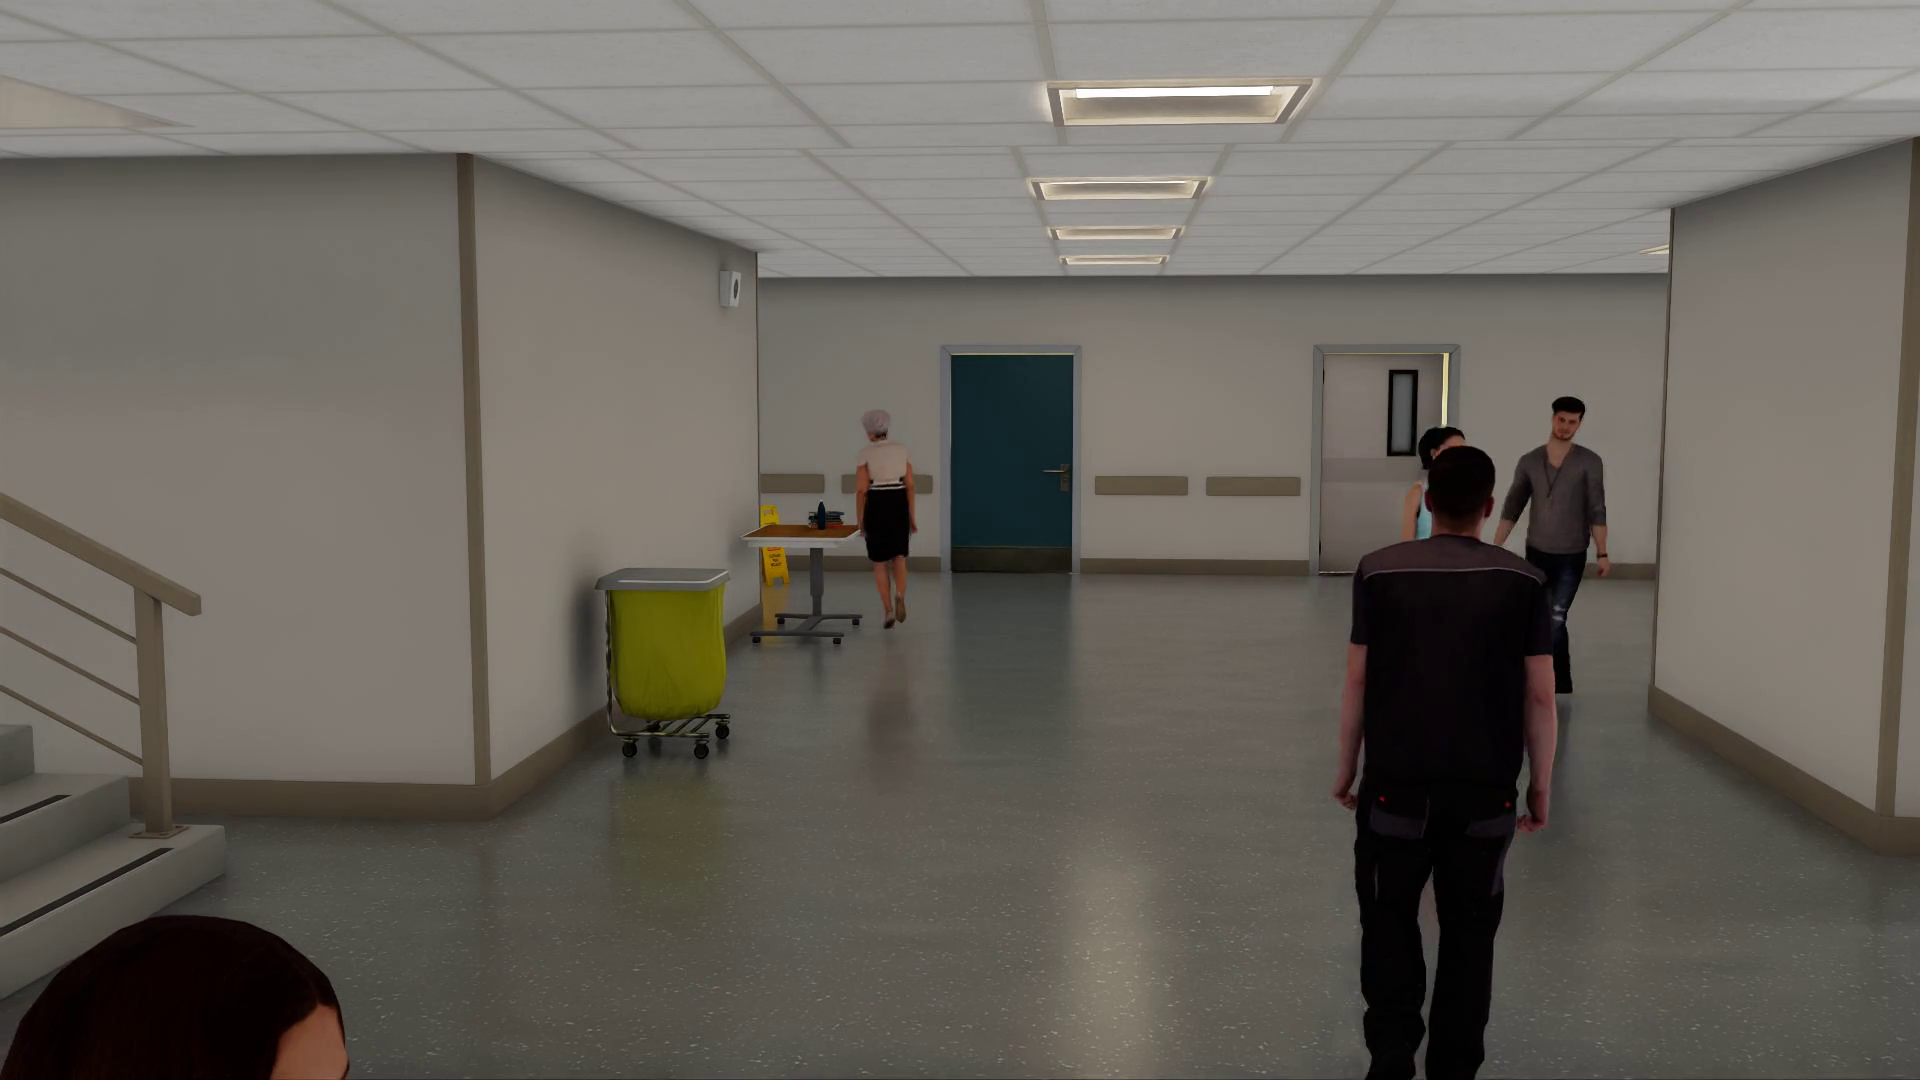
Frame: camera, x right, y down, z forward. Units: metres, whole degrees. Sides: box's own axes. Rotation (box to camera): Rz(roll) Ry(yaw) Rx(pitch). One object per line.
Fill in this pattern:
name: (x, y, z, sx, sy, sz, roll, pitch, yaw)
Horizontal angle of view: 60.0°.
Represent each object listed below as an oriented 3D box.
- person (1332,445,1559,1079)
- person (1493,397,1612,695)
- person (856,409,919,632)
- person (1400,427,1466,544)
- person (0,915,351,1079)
person: (1.264, 0.674, 4.402, 0.903, 1.833, 0.908, 2, 6, 18)
person: (3.671, 0.091, 10.082, 1.296, 1.856, 1.254, -5, 8, -40)
person: (-0.559, -0.129, 12.896, 0.831, 1.729, 0.845, -1, 6, -11)
person: (2.410, 0.295, 8.620, 1.021, 1.742, 0.887, -2, 6, -15)
person: (-0.514, 1.074, 1.050, 0.614, 1.709, 0.651, 2, 6, 21)
